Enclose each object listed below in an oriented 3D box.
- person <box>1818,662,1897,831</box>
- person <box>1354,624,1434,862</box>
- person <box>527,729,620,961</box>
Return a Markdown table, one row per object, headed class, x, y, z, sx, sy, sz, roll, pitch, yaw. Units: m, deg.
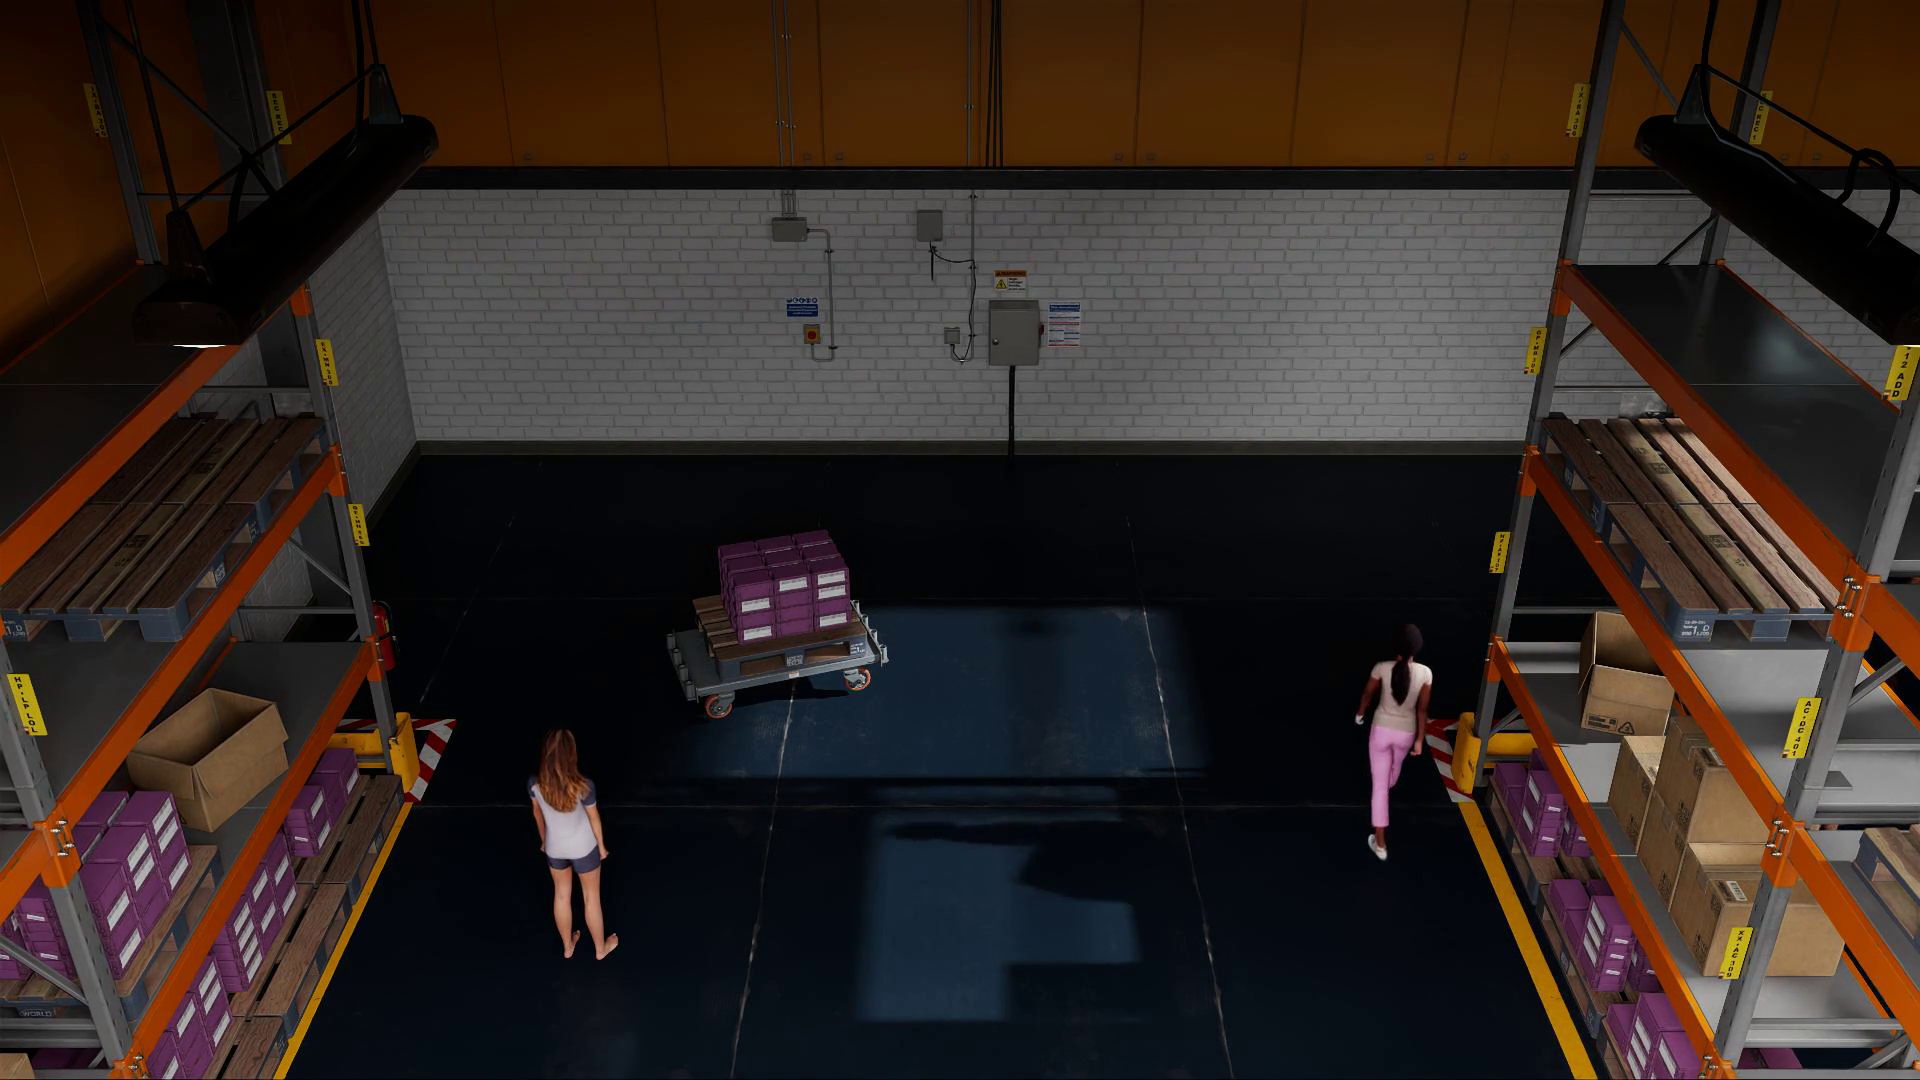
| class | x | y | z | sx | sy | sz | roll | pitch | yaw |
| --- | --- | --- | --- | --- | --- | --- | --- | --- | --- |
| person | 6.032 | 1.530 | 11.314 | 0.655 | 1.651 | 0.654 | -12 | 31 | -21 |
| person | 2.994 | 1.420 | 11.471 | 0.697 | 1.695 | 1.165 | 2 | 29 | 3 |
| person | -2.455 | 1.931 | 10.493 | 0.628 | 1.733 | 0.592 | 5 | 29 | 9 |
